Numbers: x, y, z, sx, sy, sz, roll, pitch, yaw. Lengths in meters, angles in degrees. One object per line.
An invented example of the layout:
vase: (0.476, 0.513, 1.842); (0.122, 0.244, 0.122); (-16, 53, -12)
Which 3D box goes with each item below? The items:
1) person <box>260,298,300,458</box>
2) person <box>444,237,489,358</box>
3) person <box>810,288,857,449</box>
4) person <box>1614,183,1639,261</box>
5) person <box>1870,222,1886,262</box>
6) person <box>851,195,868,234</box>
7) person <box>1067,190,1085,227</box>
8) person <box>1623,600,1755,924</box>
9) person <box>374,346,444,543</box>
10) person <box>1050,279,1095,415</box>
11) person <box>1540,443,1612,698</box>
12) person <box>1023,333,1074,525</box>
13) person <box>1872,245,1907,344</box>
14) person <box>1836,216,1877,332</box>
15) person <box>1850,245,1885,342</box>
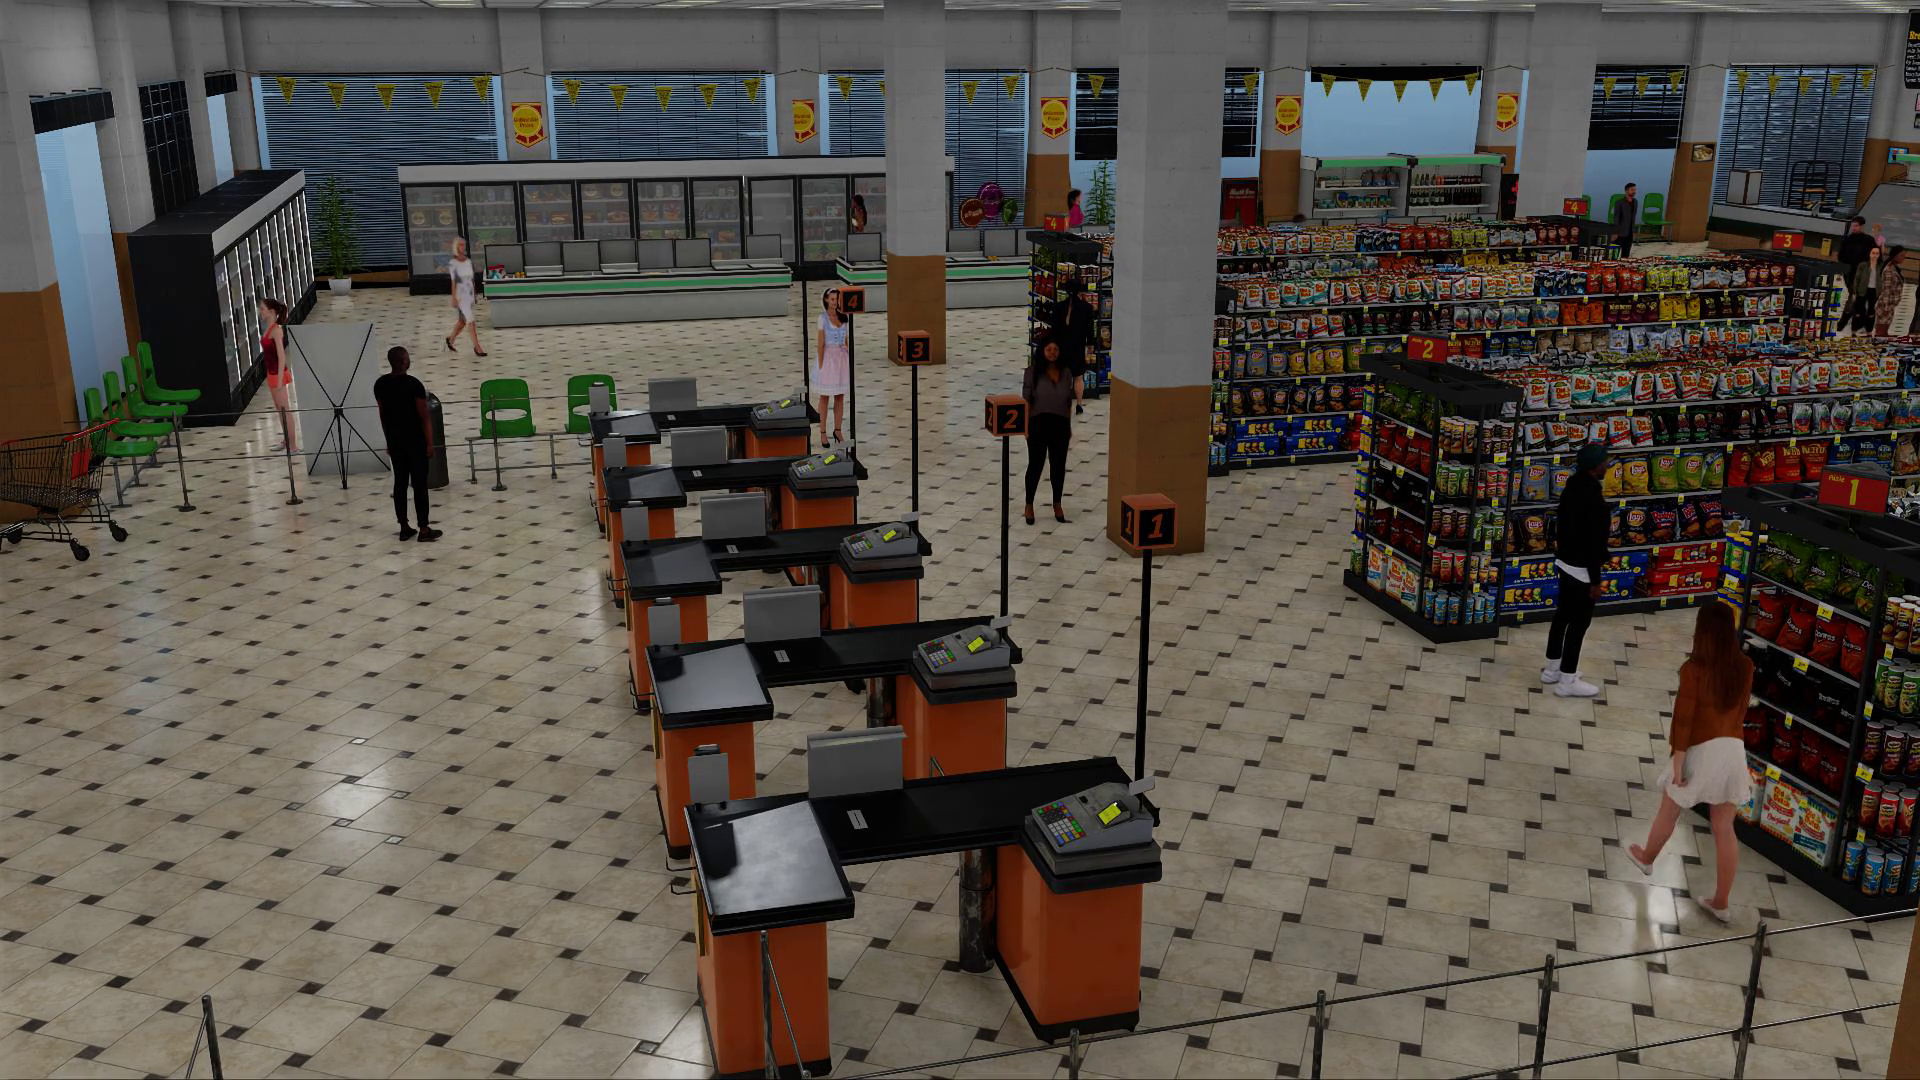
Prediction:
person: (-7.618, -1.832, 18.573); (0.640, 1.754, 0.626); (-10, 19, -29)
person: (-7.281, -3.522, 24.209); (1.114, 1.714, 1.000); (7, 18, 23)
person: (-1.436, -1.963, 18.902); (0.779, 1.815, 0.865); (-12, 20, -33)
person: (12.582, -5.823, 31.514); (0.586, 1.873, 0.769); (-7, 18, -22)
person: (16.653, -5.142, 30.335); (0.760, 1.253, 0.840); (11, 20, 33)
person: (-1.740, -5.443, 30.492); (0.902, 1.739, 0.718); (0, 17, 2)
person: (2.111, -5.853, 31.946); (0.948, 1.679, 0.707); (-1, 17, -4)
person: (3.986, 1.194, 8.730); (0.985, 1.684, 0.778); (-2, 17, -6)
person: (-5.106, -0.888, 15.352); (0.685, 1.820, 0.810); (4, 17, 14)
person: (1.374, -2.381, 20.526); (0.671, 1.671, 0.832); (0, 17, 2)
person: (4.374, 0.198, 11.780); (0.638, 1.818, 0.701); (-2, 17, -5)
person: (0.838, -1.065, 15.899); (0.511, 1.840, 0.699); (-4, 17, -14)
person: (12.729, -3.158, 22.875); (0.732, 1.793, 0.644); (14, 22, 39)
person: (14.180, -4.155, 26.175); (1.265, 1.783, 0.883); (-8, 19, -24)
person: (13.875, -3.762, 25.408); (0.623, 1.476, 0.716); (6, 18, 20)
